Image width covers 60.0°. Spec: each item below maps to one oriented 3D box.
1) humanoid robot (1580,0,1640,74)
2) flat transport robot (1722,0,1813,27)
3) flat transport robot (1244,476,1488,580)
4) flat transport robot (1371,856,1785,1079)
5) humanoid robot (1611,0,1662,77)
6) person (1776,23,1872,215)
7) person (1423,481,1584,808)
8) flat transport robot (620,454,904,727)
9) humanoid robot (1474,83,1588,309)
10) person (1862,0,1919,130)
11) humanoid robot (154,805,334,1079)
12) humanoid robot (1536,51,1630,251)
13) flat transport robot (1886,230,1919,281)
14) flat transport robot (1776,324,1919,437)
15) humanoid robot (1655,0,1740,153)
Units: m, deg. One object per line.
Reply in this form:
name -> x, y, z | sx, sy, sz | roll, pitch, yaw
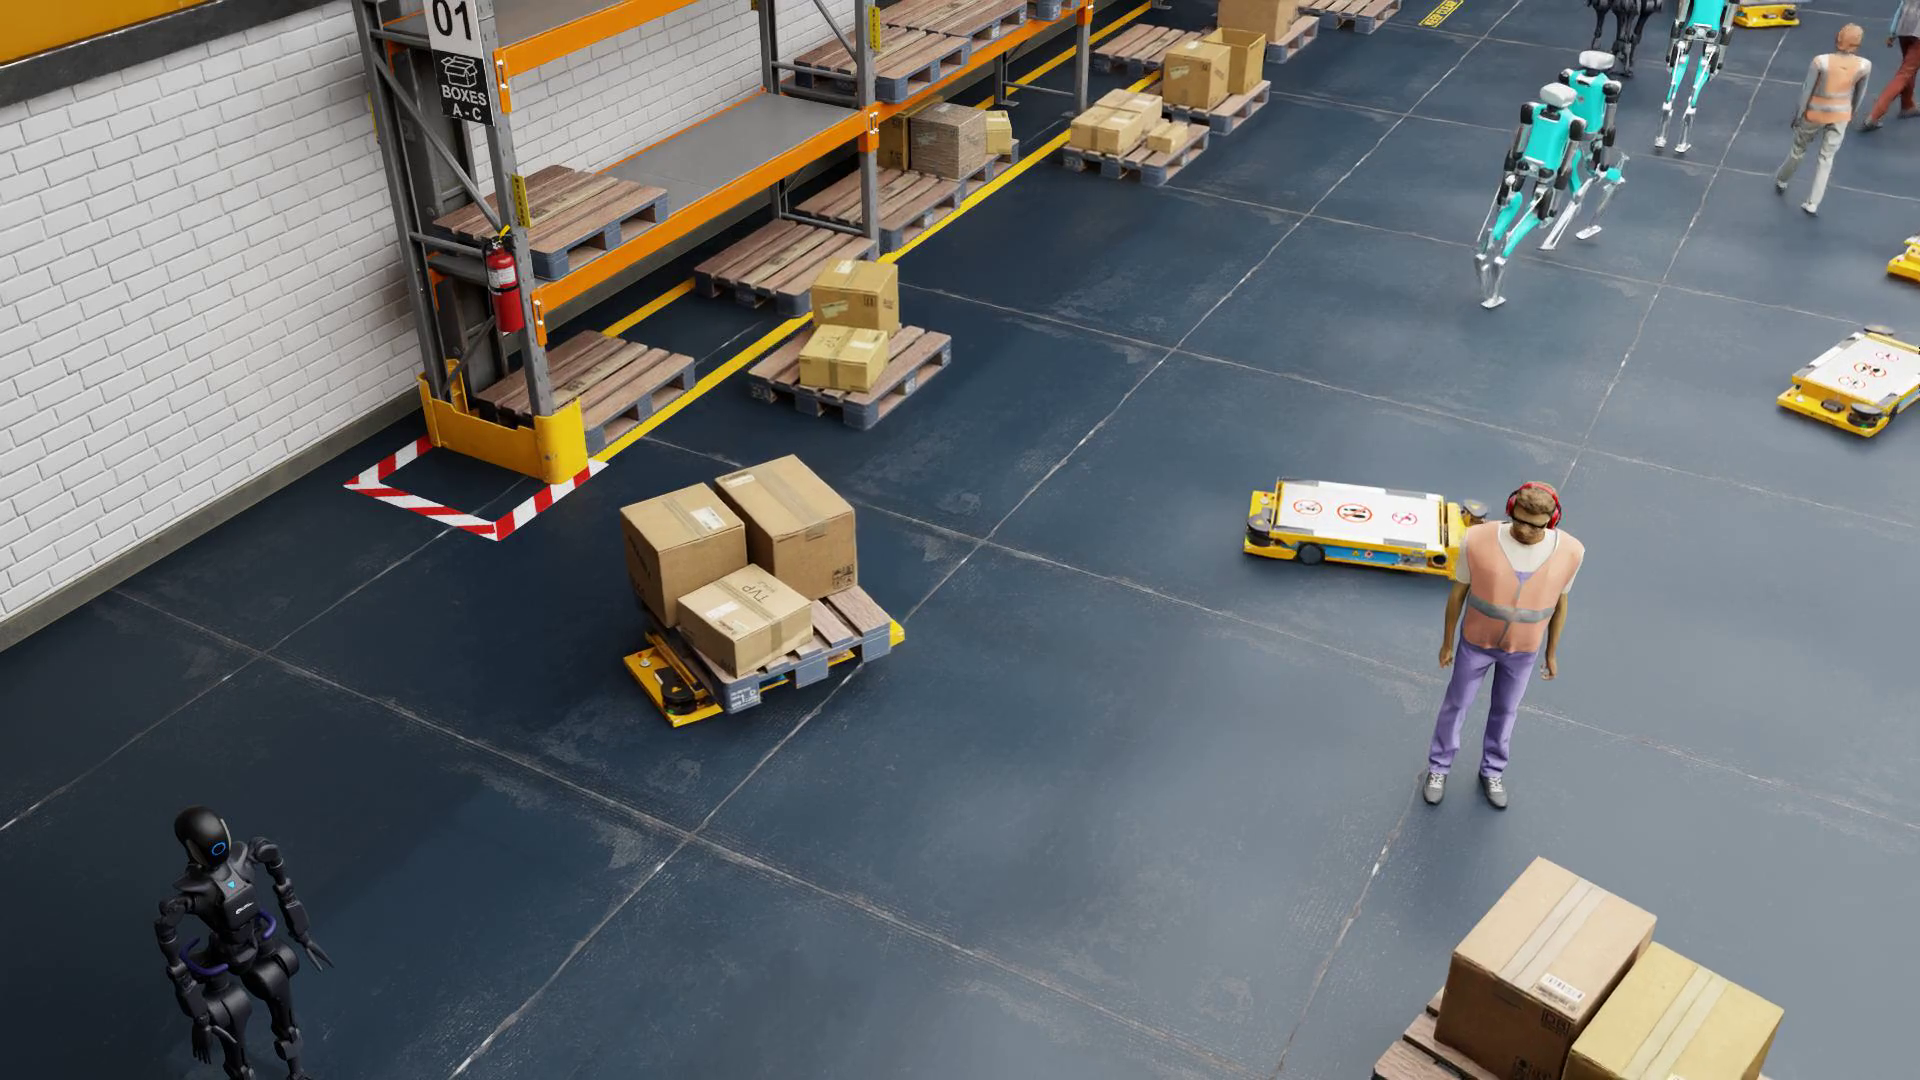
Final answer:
humanoid robot -> 6.955, -5.798, 17.652 | 0.328, 1.642, 0.602 | -28, 43, -36
flat transport robot -> 9.330, -6.418, 19.858 | 0.659, 0.231, 1.431 | -5, 34, -7
flat transport robot -> 2.504, -0.070, 10.254 | 1.431, 0.231, 0.659 | 7, 34, 11
flat transport robot -> 2.367, 2.348, 6.596 | 0.659, 0.231, 1.431 | 27, 42, 34
humanoid robot -> 7.233, -5.806, 17.685 | 0.606, 1.644, 0.628 | -5, 34, -7
person -> 7.569, -3.719, 14.571 | 0.525, 1.592, 0.836 | 8, 34, 12
person -> 2.592, 0.490, 7.983 | 0.563, 1.838, 0.389 | 5, 34, 7
flat transport robot -> -1.088, 0.571, 9.284 | 1.431, 0.231, 0.659 | -20, 38, -27
humanoid robot -> 4.237, -2.498, 12.662 | 0.780, 1.843, 0.555 | -28, 42, -35
person -> 9.338, -4.921, 16.179 | 0.969, 1.829, 0.551 | -14, 36, -20
humanoid robot -> -2.723, 1.651, 6.360 | 0.315, 1.657, 0.599 | 20, 38, 27
humanoid robot -> 5.201, -3.195, 13.679 | 1.046, 1.739, 0.535 | -25, 41, -33
flat transport robot -> 8.320, -2.418, 13.806 | 1.431, 0.231, 0.659 | -28, 43, -36
flat transport robot -> 6.499, -1.148, 11.885 | 1.431, 0.231, 0.659 | -26, 42, -34
humanoid robot -> 6.814, -4.455, 15.474 | 0.530, 1.704, 0.740 | 17, 37, 24
